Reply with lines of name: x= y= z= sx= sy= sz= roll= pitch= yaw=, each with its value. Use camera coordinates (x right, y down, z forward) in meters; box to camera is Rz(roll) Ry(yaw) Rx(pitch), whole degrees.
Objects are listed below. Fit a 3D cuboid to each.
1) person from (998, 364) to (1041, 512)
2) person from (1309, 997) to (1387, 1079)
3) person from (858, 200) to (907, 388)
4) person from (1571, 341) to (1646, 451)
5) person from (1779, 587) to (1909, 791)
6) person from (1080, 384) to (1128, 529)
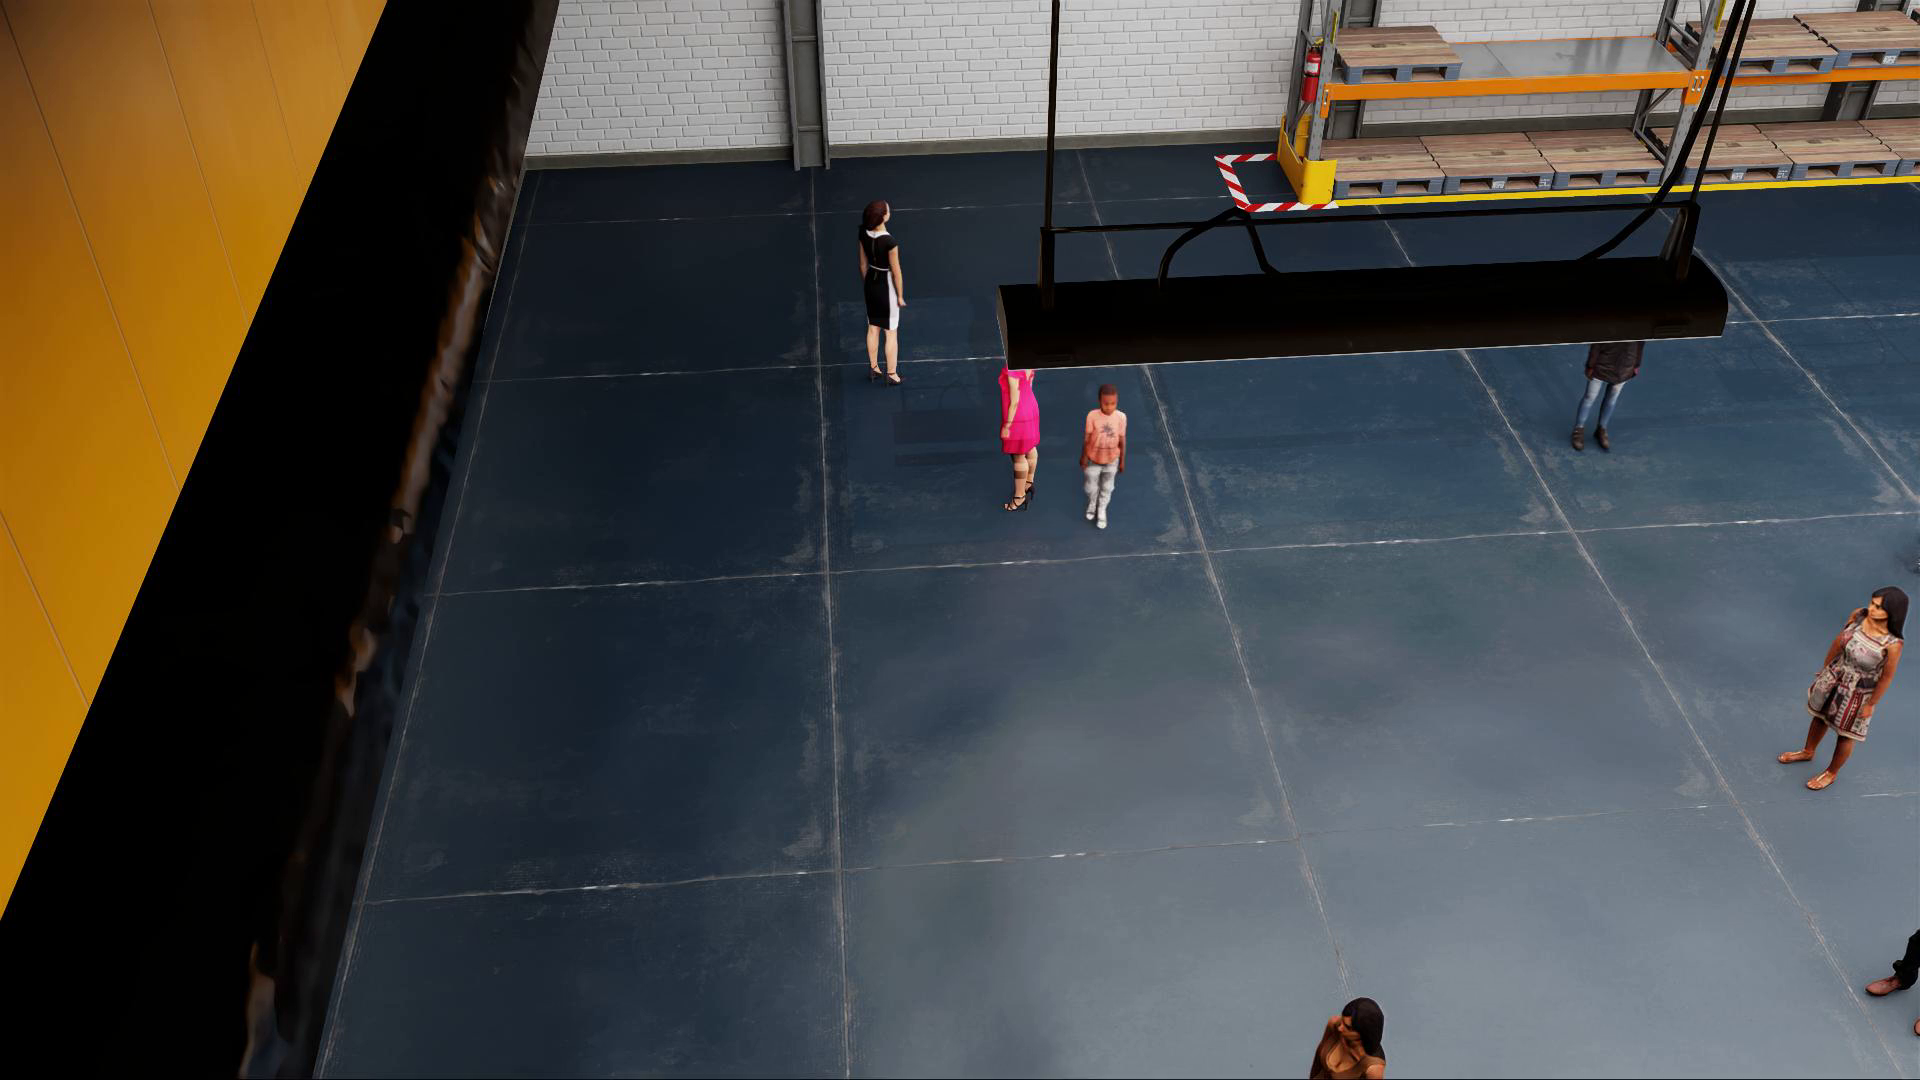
person: x=0.487 y=-0.991 z=13.178 sx=0.695 sy=1.728 sz=0.665 roll=18 pitch=42 yaw=21
person: x=1.920 y=2.855 z=8.392 sx=0.625 sy=1.690 sz=0.634 roll=-18 pitch=42 yaw=-21
person: x=-0.685 y=-2.154 z=14.579 sx=0.626 sy=1.795 sz=0.703 roll=24 pitch=45 yaw=27
person: x=5.449 y=-1.504 z=13.896 sx=0.522 sy=1.633 sz=0.680 roll=-2 pitch=39 yaw=-2
person: x=5.808 y=0.945 z=10.820 sx=0.613 sy=1.645 sz=0.699 roll=-12 pitch=40 yaw=-15
person: x=1.129 y=-0.712 z=13.171 sx=0.505 sy=1.300 sz=0.603 roll=3 pitch=39 yaw=4
